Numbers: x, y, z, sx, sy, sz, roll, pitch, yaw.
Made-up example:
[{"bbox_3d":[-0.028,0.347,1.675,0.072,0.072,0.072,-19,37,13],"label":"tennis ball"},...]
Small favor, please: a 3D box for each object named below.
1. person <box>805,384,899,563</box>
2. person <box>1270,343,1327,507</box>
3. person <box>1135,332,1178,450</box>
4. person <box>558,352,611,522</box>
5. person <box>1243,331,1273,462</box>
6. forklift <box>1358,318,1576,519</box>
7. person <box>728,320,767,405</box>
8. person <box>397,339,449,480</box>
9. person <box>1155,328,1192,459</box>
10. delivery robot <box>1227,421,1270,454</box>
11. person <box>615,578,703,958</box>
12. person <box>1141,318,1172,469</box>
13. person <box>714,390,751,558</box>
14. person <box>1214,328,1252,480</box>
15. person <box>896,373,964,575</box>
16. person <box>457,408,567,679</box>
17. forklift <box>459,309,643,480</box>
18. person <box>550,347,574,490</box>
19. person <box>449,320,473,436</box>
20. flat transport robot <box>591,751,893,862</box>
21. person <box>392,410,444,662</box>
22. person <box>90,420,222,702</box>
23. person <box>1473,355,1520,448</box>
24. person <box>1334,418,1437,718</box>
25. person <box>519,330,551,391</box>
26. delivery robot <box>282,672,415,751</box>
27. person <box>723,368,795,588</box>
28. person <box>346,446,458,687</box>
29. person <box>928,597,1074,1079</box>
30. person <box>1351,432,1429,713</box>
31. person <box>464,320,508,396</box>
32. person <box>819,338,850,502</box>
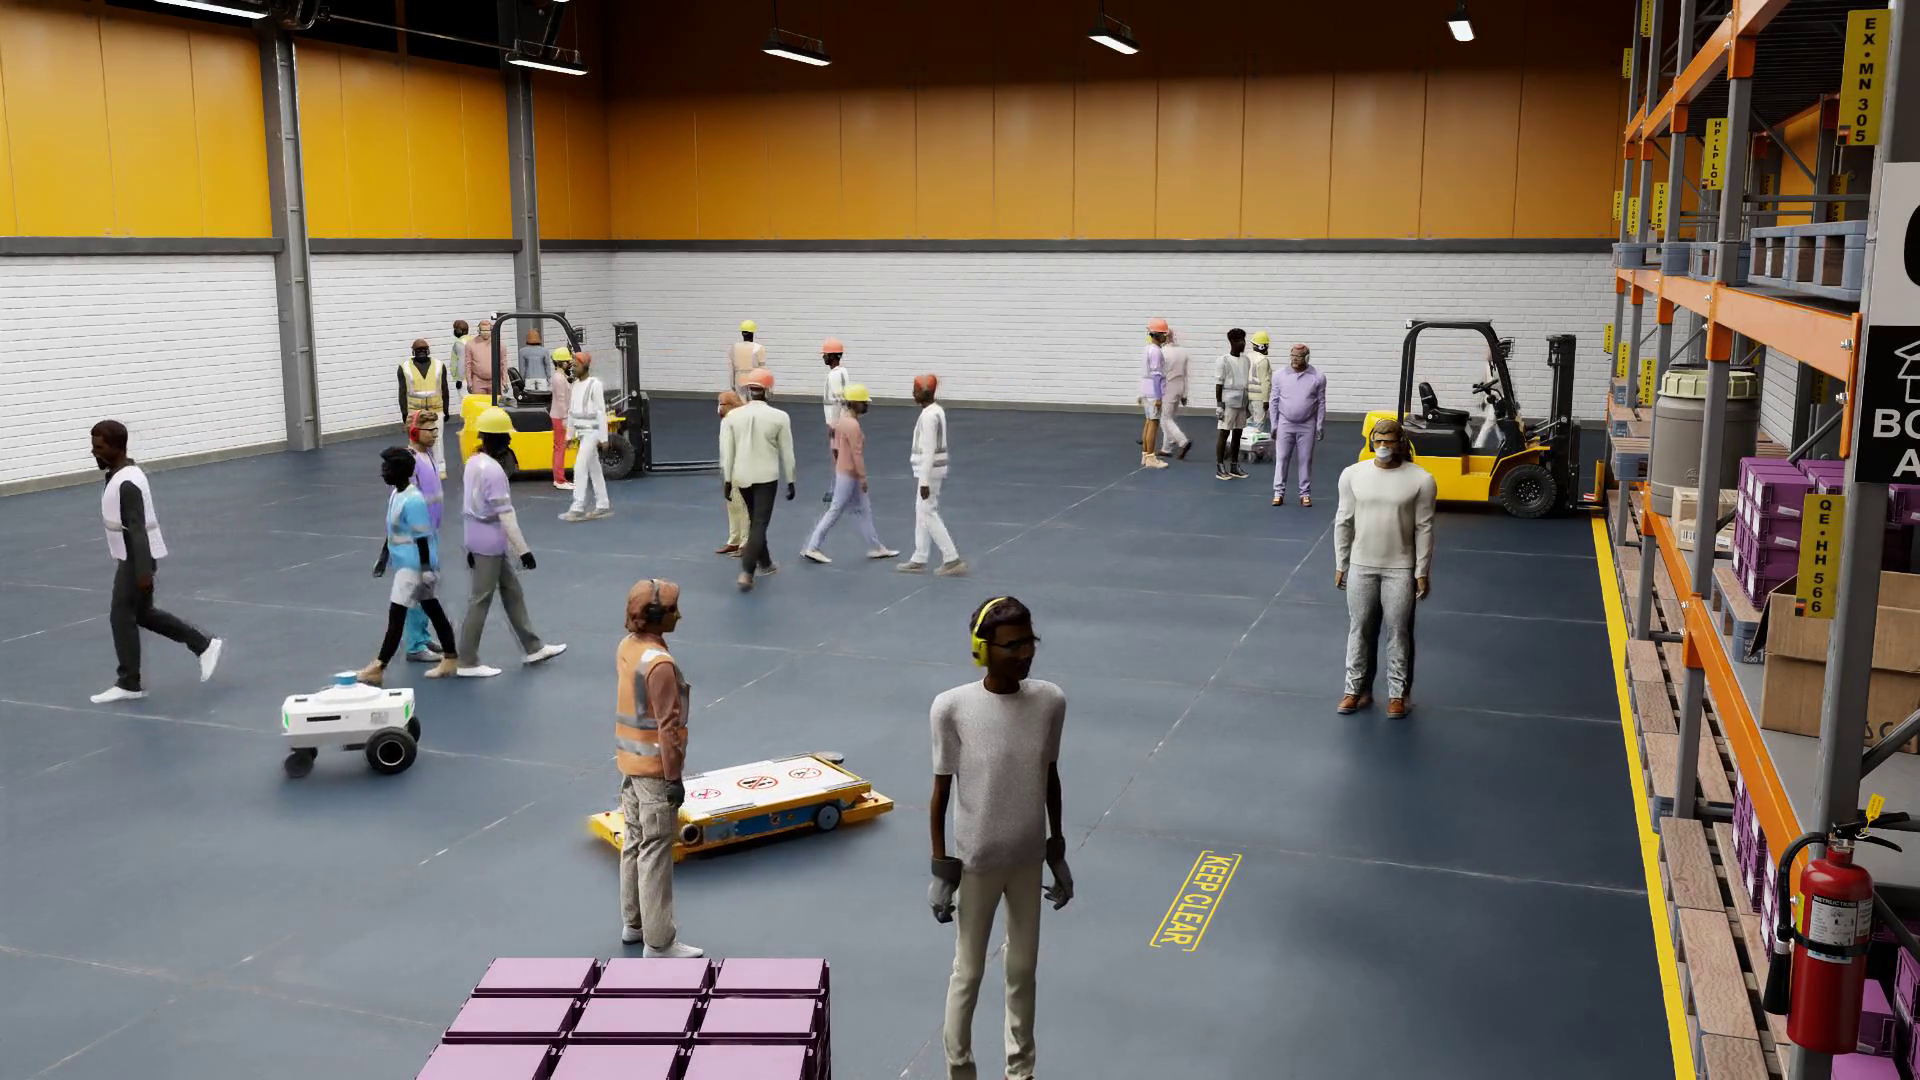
[{"bbox_3d":[-1.073,-0.634,15.912,0.929,1.718,0.541,-2,10,-10],"label":"person"},{"bbox_3d":[3.912,-1.330,19.300,0.642,1.905,0.401,2,10,11],"label":"person"},{"bbox_3d":[2.952,-2.220,24.718,0.596,1.781,0.978,-8,13,-38],"label":"person"},{"bbox_3d":[-4.205,-1.127,18.268,0.808,1.856,0.615,-8,13,-37],"label":"person"},{"bbox_3d":[4.195,-2.016,23.359,0.404,1.830,0.602,-3,11,-18],"label":"person"},{"bbox_3d":[5.787,-1.437,19.079,2.313,2.155,1.214,3,11,19],"label":"forklift"},{"bbox_3d":[-3.124,-2.280,24.576,0.585,1.928,0.378,3,10,14],"label":"person"},{"bbox_3d":[-6.893,-1.673,21.440,0.624,1.836,0.430,-5,11,-24],"label":"person"},{"bbox_3d":[3.034,-2.068,23.555,0.773,1.874,0.661,9,14,42],"label":"person"},{"bbox_3d":[4.015,-1.422,23.347,0.477,0.478,0.707,-6,12,-31],"label":"delivery robot"},{"bbox_3d":[-1.304,0.973,7.079,0.311,1.636,0.523,-6,12,-29],"label":"person"},{"bbox_3d":[2.678,-1.996,22.651,0.382,2.041,0.616,-1,10,-4],"label":"person"},{"bbox_3d":[-2.206,-0.641,16.177,0.285,1.631,0.501,-6,12,-31],"label":"person"},{"bbox_3d":[3.555,-1.769,21.590,0.616,1.963,0.361,-8,13,-37],"label":"person"},{"bbox_3d":[-0.273,-0.599,15.302,0.564,1.888,0.596,1,10,5],"label":"person"},{"bbox_3d":[-3.193,0.021,11.727,0.869,1.892,0.600,-4,11,-24],"label":"person"},{"bbox_3d":[-5.354,-1.902,21.697,2.313,2.155,1.214,-2,10,-13],"label":"forklift"},{"bbox_3d":[-4.938,-1.508,20.686,0.318,1.769,0.522,-3,11,-17],"label":"person"},{"bbox_3d":[-7.918,-2.587,26.549,0.429,1.841,0.634,0,10,2],"label":"person"},{"bbox_3d":[-1.123,1.373,8.667,1.431,0.197,0.652,-7,12,-34],"label":"flat transport robot"},{"bbox_3d":[-3.964,-0.035,12.174,0.374,1.840,0.571,-1,10,-6],"label":"person"},{"bbox_3d":[-5.447,0.121,11.169,0.781,1.896,0.619,-6,12,-31],"label":"person"},{"bbox_3d":[7.658,-1.965,23.749,0.881,1.592,0.524,-3,11,-17],"label":"person"},{"bbox_3d":[2.718,0.178,10.704,0.630,1.940,0.372,4,11,21],"label":"person"},{"bbox_3d":[-6.996,-2.639,27.420,0.502,1.636,0.280,-2,10,-12],"label":"person"},{"bbox_3d":[-3.542,1.011,9.646,0.707,0.478,0.477,-3,10,-15],"label":"delivery robot"},{"bbox_3d":[-1.810,-0.555,14.860,0.648,1.947,0.977,3,10,16],"label":"person"},{"bbox_3d":[-3.868,0.183,11.455,0.831,1.650,0.530,-4,11,-23],"label":"person"},{"bbox_3d":[0.146,1.105,5.673,0.534,1.871,0.315,-4,11,-22],"label":"person"},{"bbox_3d":[2.797,0.204,10.822,0.514,1.842,0.328,4,11,23],"label":"person"},{"bbox_3d":[-7.195,-2.396,25.309,0.638,1.903,0.409,-4,11,-21],"label":"person"},{"bbox_3d":[-1.476,-1.412,19.661,0.375,1.939,0.546,1,10,6],"label":"person"}]
